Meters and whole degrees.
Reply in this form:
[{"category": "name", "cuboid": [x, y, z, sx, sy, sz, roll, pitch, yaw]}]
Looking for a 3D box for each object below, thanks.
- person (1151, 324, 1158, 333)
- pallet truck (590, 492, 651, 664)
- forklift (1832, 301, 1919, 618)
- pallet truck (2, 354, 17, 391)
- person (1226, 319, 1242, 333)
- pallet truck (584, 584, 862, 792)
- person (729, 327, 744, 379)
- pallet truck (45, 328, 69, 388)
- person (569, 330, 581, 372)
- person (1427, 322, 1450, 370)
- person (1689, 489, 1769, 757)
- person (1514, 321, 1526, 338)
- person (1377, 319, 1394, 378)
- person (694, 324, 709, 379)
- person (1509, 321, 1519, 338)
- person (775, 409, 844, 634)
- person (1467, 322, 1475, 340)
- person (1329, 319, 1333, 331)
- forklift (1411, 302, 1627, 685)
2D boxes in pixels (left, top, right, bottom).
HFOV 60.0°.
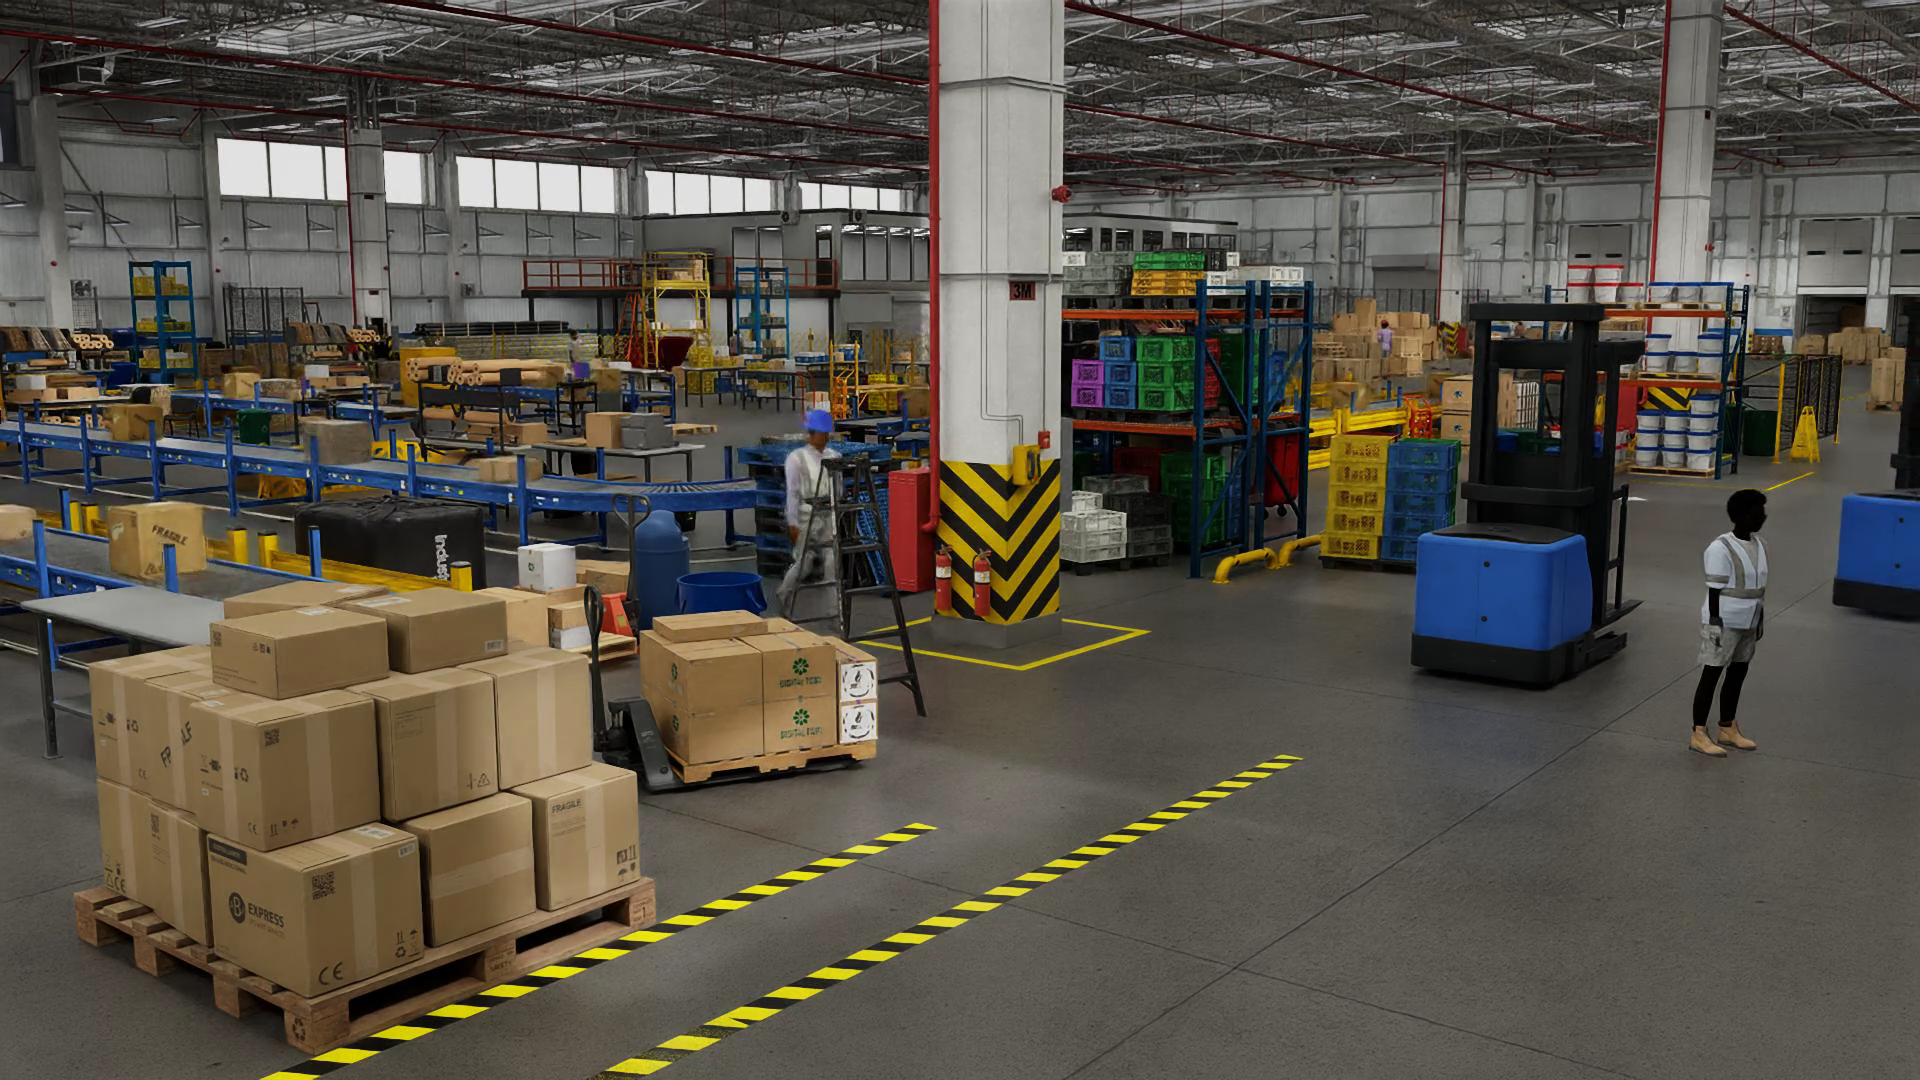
[{"category": "person", "cuboid": [6.512, -6.291, 55.716, 0.547, 1.881, 1.051, -3, 9, -18]}, {"category": "pallet truck", "cuboid": [-3.115, 0.344, 12.883, 0.653, 1.274, 1.630, 7, 11, 37]}, {"category": "forklift", "cuboid": [8.957, -0.760, 15.023, 1.873, 2.768, 1.129, -6, 10, -34]}, {"category": "pallet truck", "cuboid": [-24.881, -4.417, 42.634, 1.885, 1.965, 0.823, 8, 11, 41]}, {"category": "person", "cuboid": [10.881, -7.848, 66.041, 0.630, 1.922, 0.598, 3, 9, 19]}, {"category": "pallet truck", "cuboid": [-1.426, 0.805, 10.019, 1.601, 1.201, 0.680, -4, 9, -26]}, {"category": "person", "cuboid": [-7.524, -6.293, 56.091, 0.518, 1.756, 0.342, 2, 9, 12]}, {"category": "pallet truck", "cuboid": [-23.775, -4.544, 43.495, 1.885, 1.965, 0.823, 6, 10, 35]}, {"category": "person", "cuboid": [-11.406, -5.317, 49.268, 0.484, 1.827, 0.532, 5, 10, 28]}, {"category": "person", "cuboid": [18.060, -7.303, 62.641, 0.928, 1.825, 0.539, 4, 9, 23]}, {"category": "person", "cuboid": [4.854, 0.515, 10.433, 0.534, 1.694, 0.321, -5, 10, -29]}, {"category": "person", "cuboid": [26.147, -9.471, 77.561, 0.530, 1.738, 0.693, -1, 8, -5]}, {"category": "person", "cuboid": [14.371, -6.472, 56.459, 0.691, 2.019, 0.430, -3, 9, -17]}, {"category": "person", "cuboid": [-8.653, -6.343, 56.055, 0.613, 1.864, 0.541, -6, 11, -37]}, {"category": "person", "cuboid": [26.478, -9.851, 79.599, 0.554, 1.908, 0.920, -5, 10, -31]}, {"category": "person", "cuboid": [-1.273, -0.176, 14.299, 0.617, 1.925, 0.810, -6, 11, -37]}, {"category": "person", "cuboid": [24.736, -9.885, 80.215, 0.999, 1.788, 0.623, -2, 9, -12]}, {"category": "person", "cuboid": [18.487, -10.250, 82.130, 0.631, 1.944, 0.411, -4, 9, -26]}, {"category": "forklift", "cuboid": [4.379, -0.438, 12.852, 1.129, 2.768, 1.873, 7, 11, 37]}]
